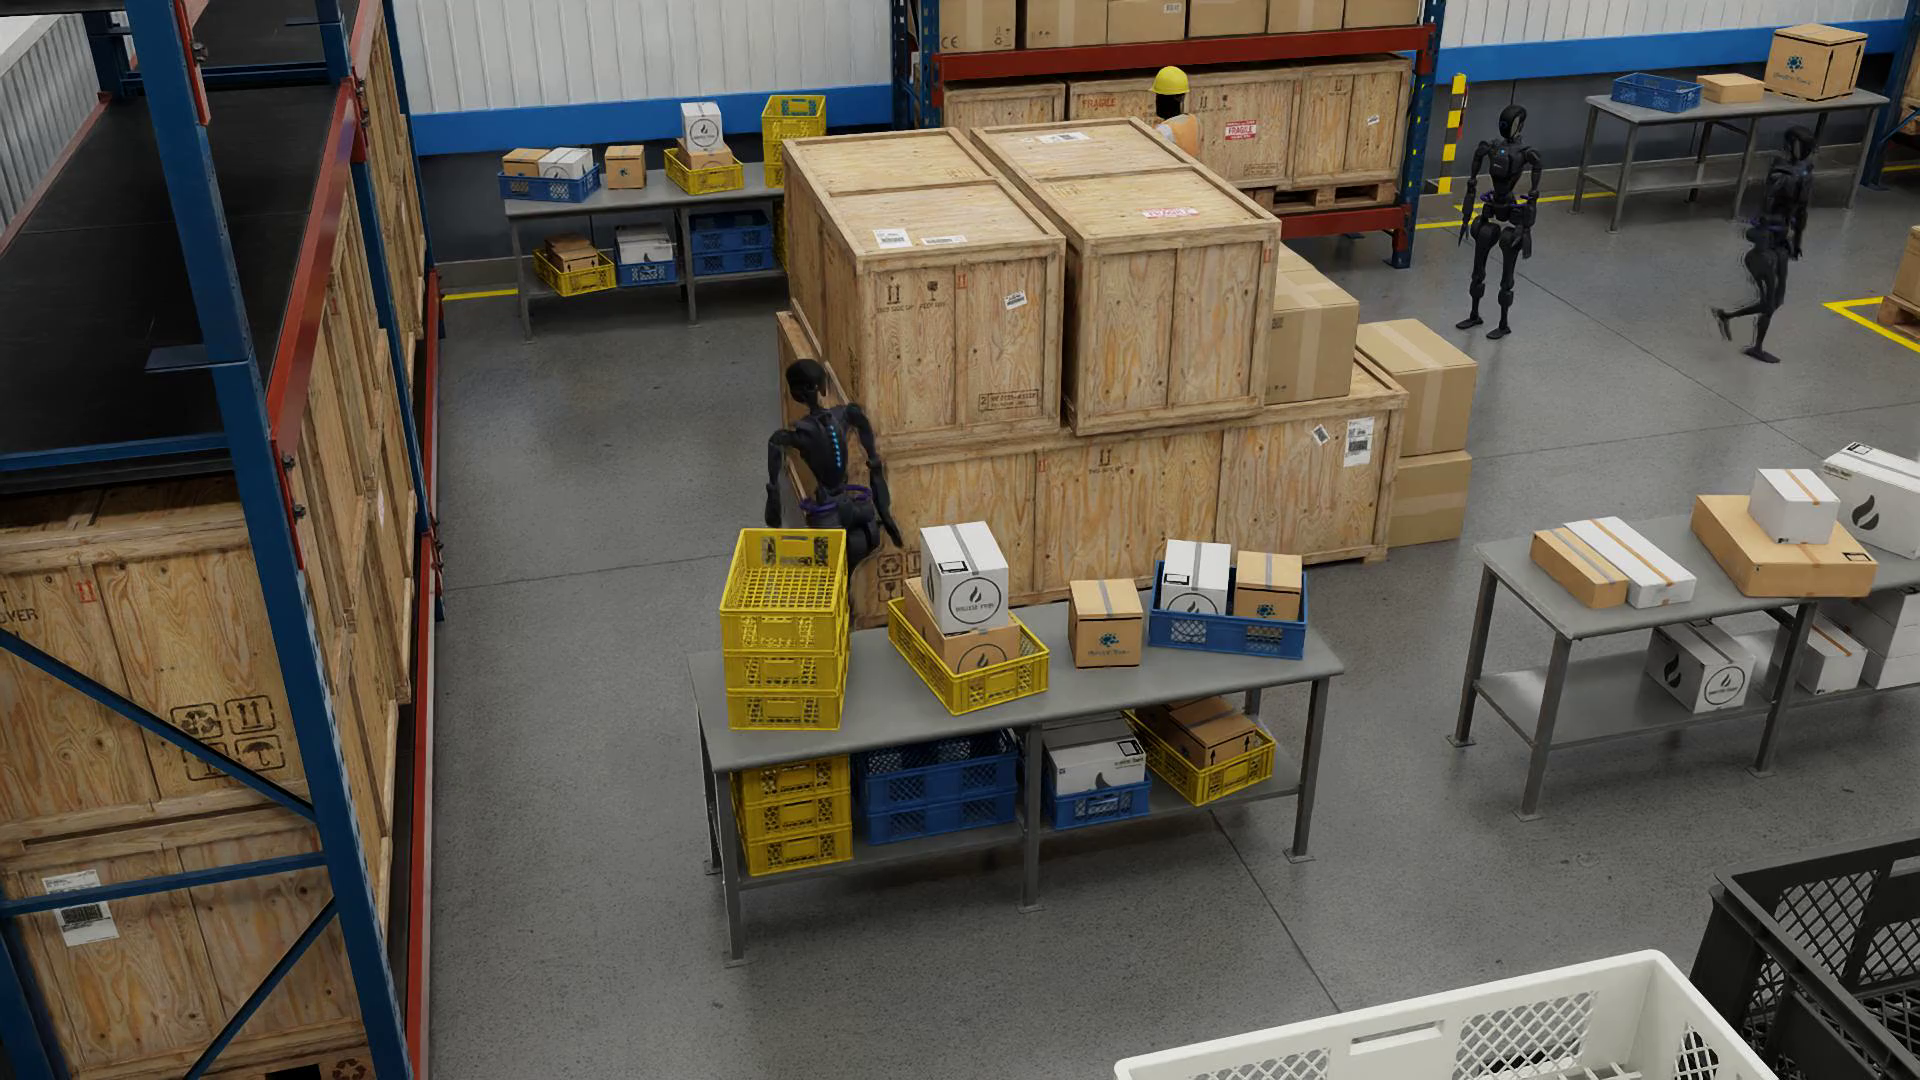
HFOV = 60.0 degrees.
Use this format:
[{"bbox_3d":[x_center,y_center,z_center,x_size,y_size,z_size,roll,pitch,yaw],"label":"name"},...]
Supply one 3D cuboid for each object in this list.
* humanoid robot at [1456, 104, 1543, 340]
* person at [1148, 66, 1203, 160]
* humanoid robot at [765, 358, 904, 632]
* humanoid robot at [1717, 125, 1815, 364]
[{"bbox_3d":[3.807,-2.237,11.716,0.570,1.651,0.335,25,37,37],"label":"humanoid robot"},{"bbox_3d":[1.432,-2.330,11.626,0.368,1.925,0.593,20,35,32],"label":"person"},{"bbox_3d":[-0.609,-0.079,7.829,0.602,1.625,0.703,-21,35,-32],"label":"humanoid robot"},{"bbox_3d":[5.554,-2.050,11.390,0.615,1.631,0.487,-23,36,-35],"label":"humanoid robot"}]
